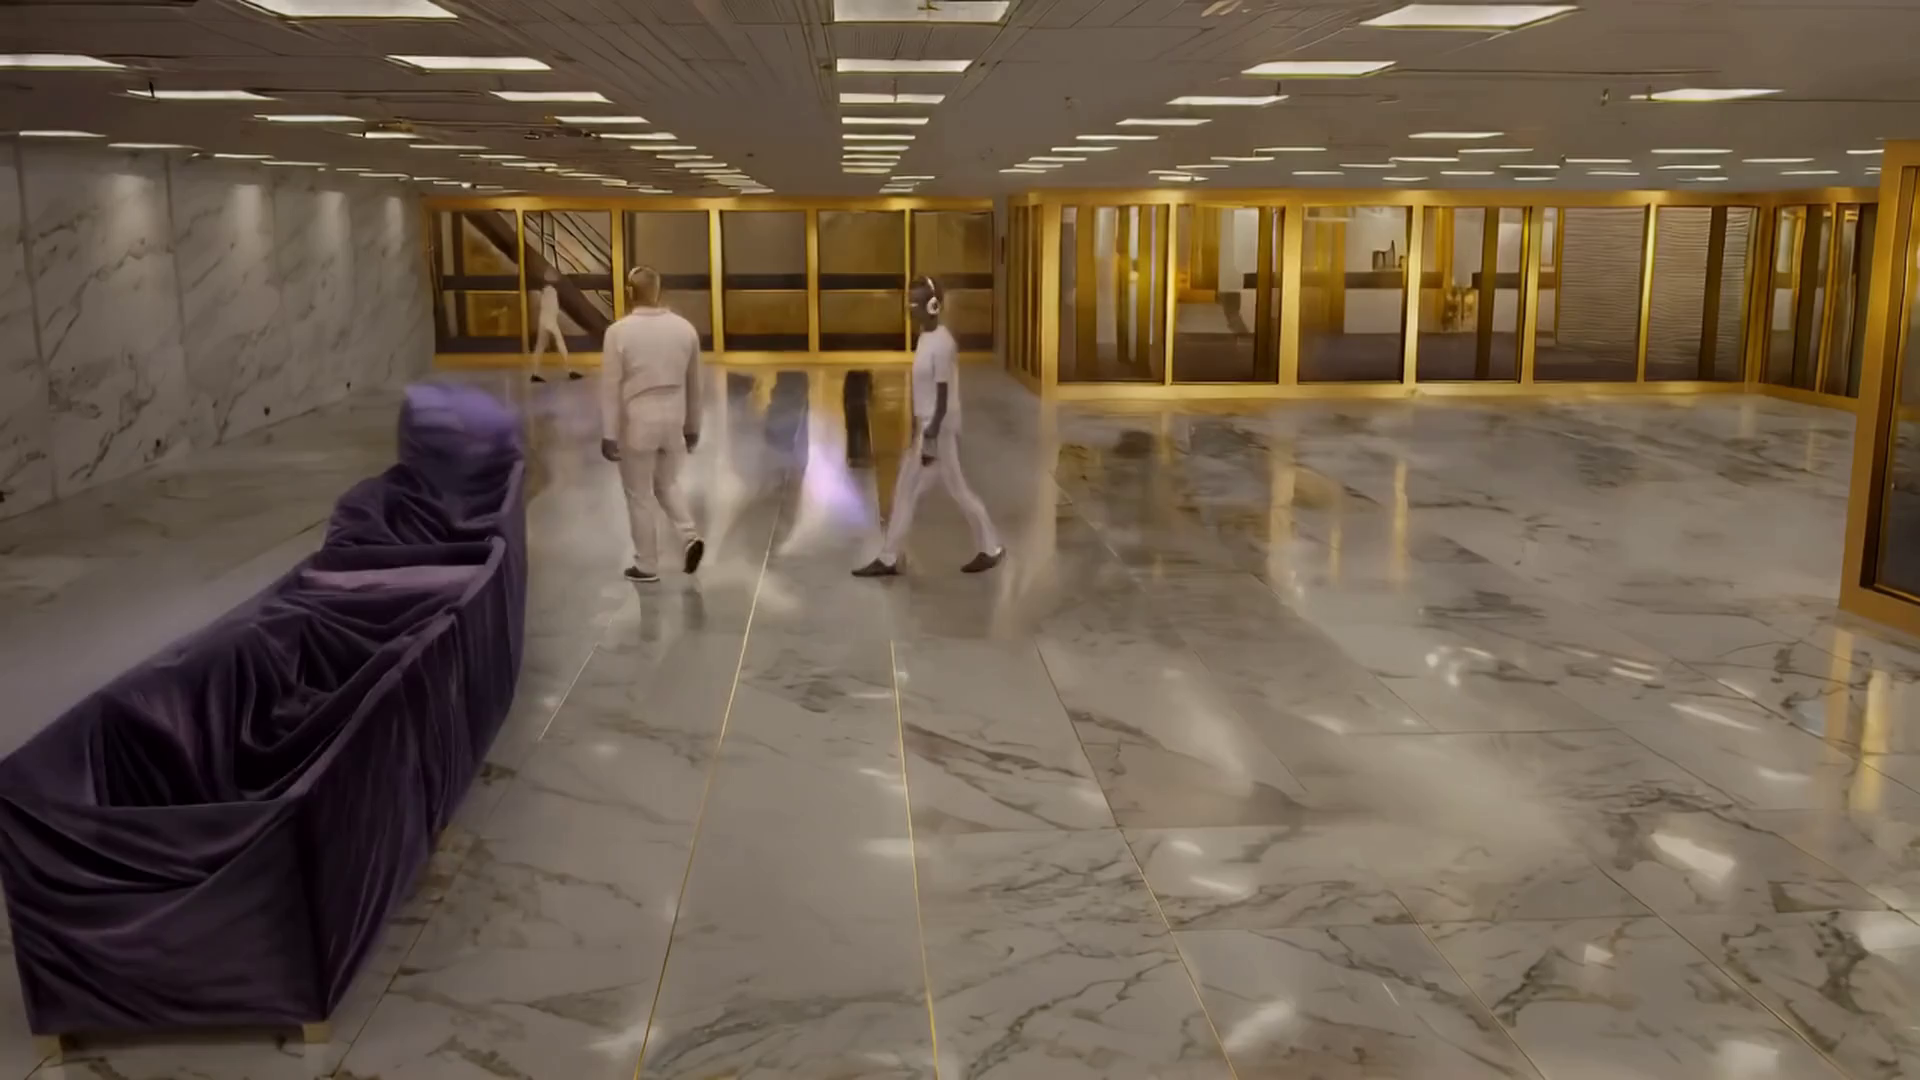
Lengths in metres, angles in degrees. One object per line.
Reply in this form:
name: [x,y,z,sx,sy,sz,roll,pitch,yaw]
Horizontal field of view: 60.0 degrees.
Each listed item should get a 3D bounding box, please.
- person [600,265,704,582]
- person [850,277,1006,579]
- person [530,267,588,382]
person: [-1.827,-0.670,9.850,0.463,1.892,0.645,10,14,43]
person: [-0.148,-0.663,10.013,0.967,1.827,0.538,-4,11,-19]
person: [-5.615,-2.977,23.081,0.825,1.588,0.510,-4,11,-21]
